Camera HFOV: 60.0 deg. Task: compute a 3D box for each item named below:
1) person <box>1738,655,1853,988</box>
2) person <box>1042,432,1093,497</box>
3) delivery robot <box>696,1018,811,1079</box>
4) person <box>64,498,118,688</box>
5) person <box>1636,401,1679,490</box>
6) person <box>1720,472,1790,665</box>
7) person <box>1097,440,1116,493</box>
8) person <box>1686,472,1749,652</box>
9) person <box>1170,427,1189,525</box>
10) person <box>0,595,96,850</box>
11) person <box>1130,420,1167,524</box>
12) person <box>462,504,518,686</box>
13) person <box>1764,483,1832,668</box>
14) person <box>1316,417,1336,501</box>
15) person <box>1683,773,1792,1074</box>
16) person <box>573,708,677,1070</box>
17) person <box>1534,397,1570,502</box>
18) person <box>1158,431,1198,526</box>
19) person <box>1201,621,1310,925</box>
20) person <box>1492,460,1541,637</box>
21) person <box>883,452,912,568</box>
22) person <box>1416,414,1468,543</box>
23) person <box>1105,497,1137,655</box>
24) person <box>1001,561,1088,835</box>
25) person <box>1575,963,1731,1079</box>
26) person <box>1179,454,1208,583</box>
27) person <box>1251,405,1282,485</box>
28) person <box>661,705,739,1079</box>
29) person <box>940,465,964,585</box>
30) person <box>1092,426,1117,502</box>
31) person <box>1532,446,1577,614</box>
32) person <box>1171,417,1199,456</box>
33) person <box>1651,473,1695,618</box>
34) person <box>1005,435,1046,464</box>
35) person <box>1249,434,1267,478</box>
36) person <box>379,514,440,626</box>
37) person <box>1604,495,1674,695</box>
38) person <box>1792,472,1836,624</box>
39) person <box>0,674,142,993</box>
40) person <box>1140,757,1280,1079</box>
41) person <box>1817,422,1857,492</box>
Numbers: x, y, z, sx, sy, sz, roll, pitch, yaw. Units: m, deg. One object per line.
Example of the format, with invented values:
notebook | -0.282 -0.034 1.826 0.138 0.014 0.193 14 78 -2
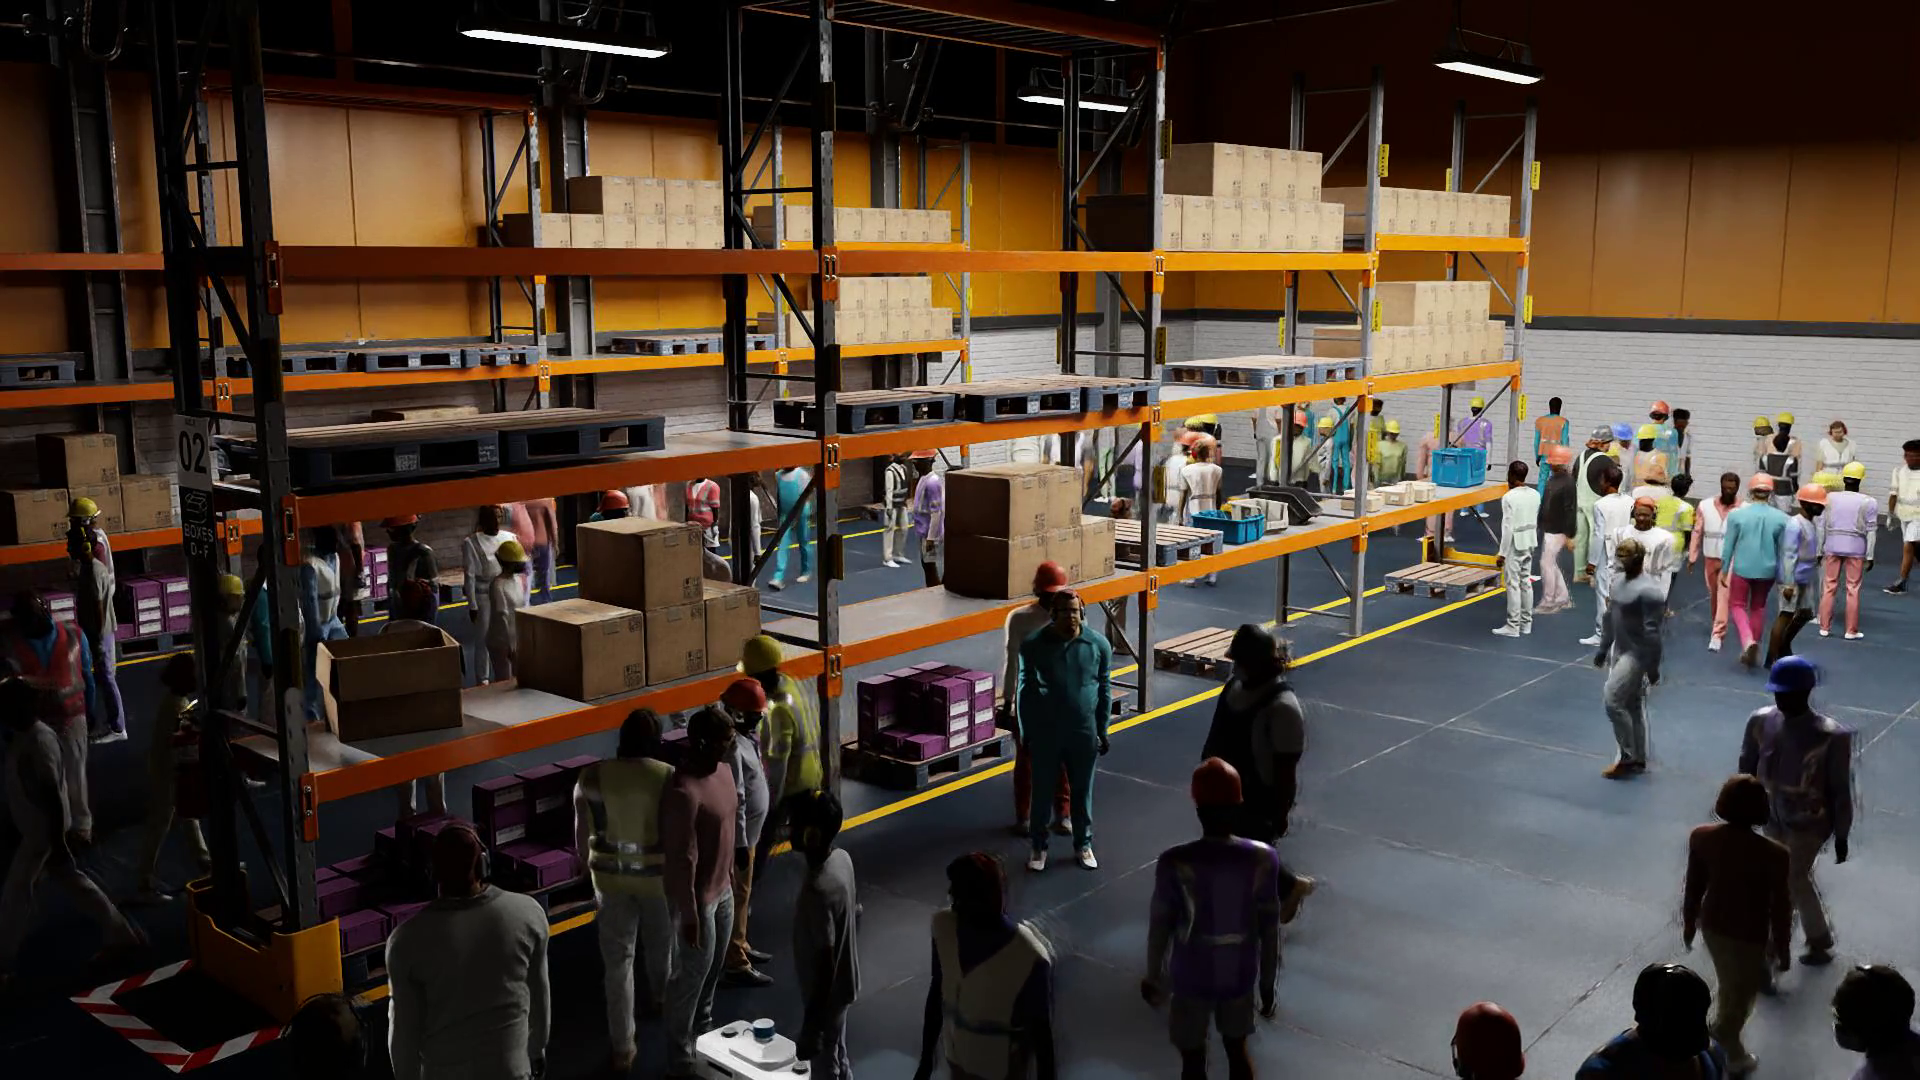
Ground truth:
person | 4.749 1.560 9.435 0.951 1.902 0.632 -5 11 -27
person | 1.478 -0.832 23.251 0.716 2.000 0.673 2 10 10
delivery robot | -0.907 2.465 7.714 0.707 0.478 0.477 9 13 43
person | -8.302 0.501 15.914 0.404 1.833 0.591 -6 11 -30
person | 10.171 -1.009 24.290 0.605 2.048 0.371 8 13 40
person | 7.950 0.312 16.615 0.622 1.972 0.624 2 10 11
person | 2.594 -1.682 29.353 0.318 1.697 0.530 4 10 23
person | 8.110 0.192 17.685 0.600 1.871 1.032 7 12 37
person | 3.247 -0.857 24.594 0.311 1.642 0.512 3 10 15
person | -6.330 1.257 11.554 0.635 1.780 0.988 -6 11 -34
person | 2.732 -0.771 23.350 0.902 1.877 0.578 -4 10 -25
person | -4.302 0.568 15.366 0.355 1.882 0.576 7 12 37
person | 8.311 0.374 16.477 0.575 1.909 0.517 -9 13 -44
person | 5.476 -0.973 24.981 0.295 1.744 0.484 1 10 6
person | 3.748 1.923 8.098 0.772 1.603 0.509 -6 11 -33
person | -1.673 1.742 8.633 0.624 1.788 0.947 -1 10 -5
person | 9.452 -1.327 26.585 0.391 1.915 0.587 -8 12 -40
person | 2.854 -0.474 21.620 1.044 1.873 0.561 -6 11 -32
person | 1.755 1.436 9.714 0.720 2.000 0.694 -3 10 -18
person | 6.073 0.094 18.091 0.592 1.917 0.375 -7 12 -37
person | -0.850 -0.443 22.180 0.316 1.633 0.532 5 11 26
person | 6.992 -0.890 24.095 0.682 1.894 0.460 3 10 16
person | 1.656 0.368 17.286 0.307 1.639 0.513 -2 10 -13
person | 0.616 1.118 11.811 0.642 1.987 0.413 -1 10 -7
person | 2.262 2.256 5.407 0.621 1.845 0.429 -6 11 -30
person | 2.912 -0.300 21.070 0.516 1.710 0.575 -2 10 -10
person | 5.463 -1.815 29.122 0.535 2.000 0.673 -7 12 -37
person | -1.260 1.752 8.181 0.376 1.931 0.627 2 10 12
person | -0.084 -0.043 19.552 0.317 1.692 0.555 3 10 18
person | 2.436 -1.561 28.184 0.533 1.850 0.385 -8 12 -38
person | 6.867 -0.107 19.198 0.637 1.947 0.631 0 10 0
person | 3.423 -0.985 25.083 0.525 1.740 0.647 -1 10 -9
person | 8.070 0.074 18.927 0.451 1.670 0.566 -5 11 -26
person | 1.024 -1.151 25.558 0.651 1.907 0.409 2 10 12
person | 5.652 -2.122 31.293 0.367 1.927 0.587 4 10 20
person | -4.707 0.681 14.224 0.610 2.040 0.394 7 12 36
person | 6.379 0.517 15.667 0.575 1.885 0.355 5 11 28
person | 9.602 0.099 18.645 0.522 1.726 0.487 -2 10 -14
person | -5.173 1.620 9.363 0.983 1.799 0.527 -7 12 -35
person | 1.096 1.898 7.301 0.568 1.927 0.395 -2 10 -10
person | 12.530 -0.793 23.777 0.567 1.786 0.947 1 10 5
